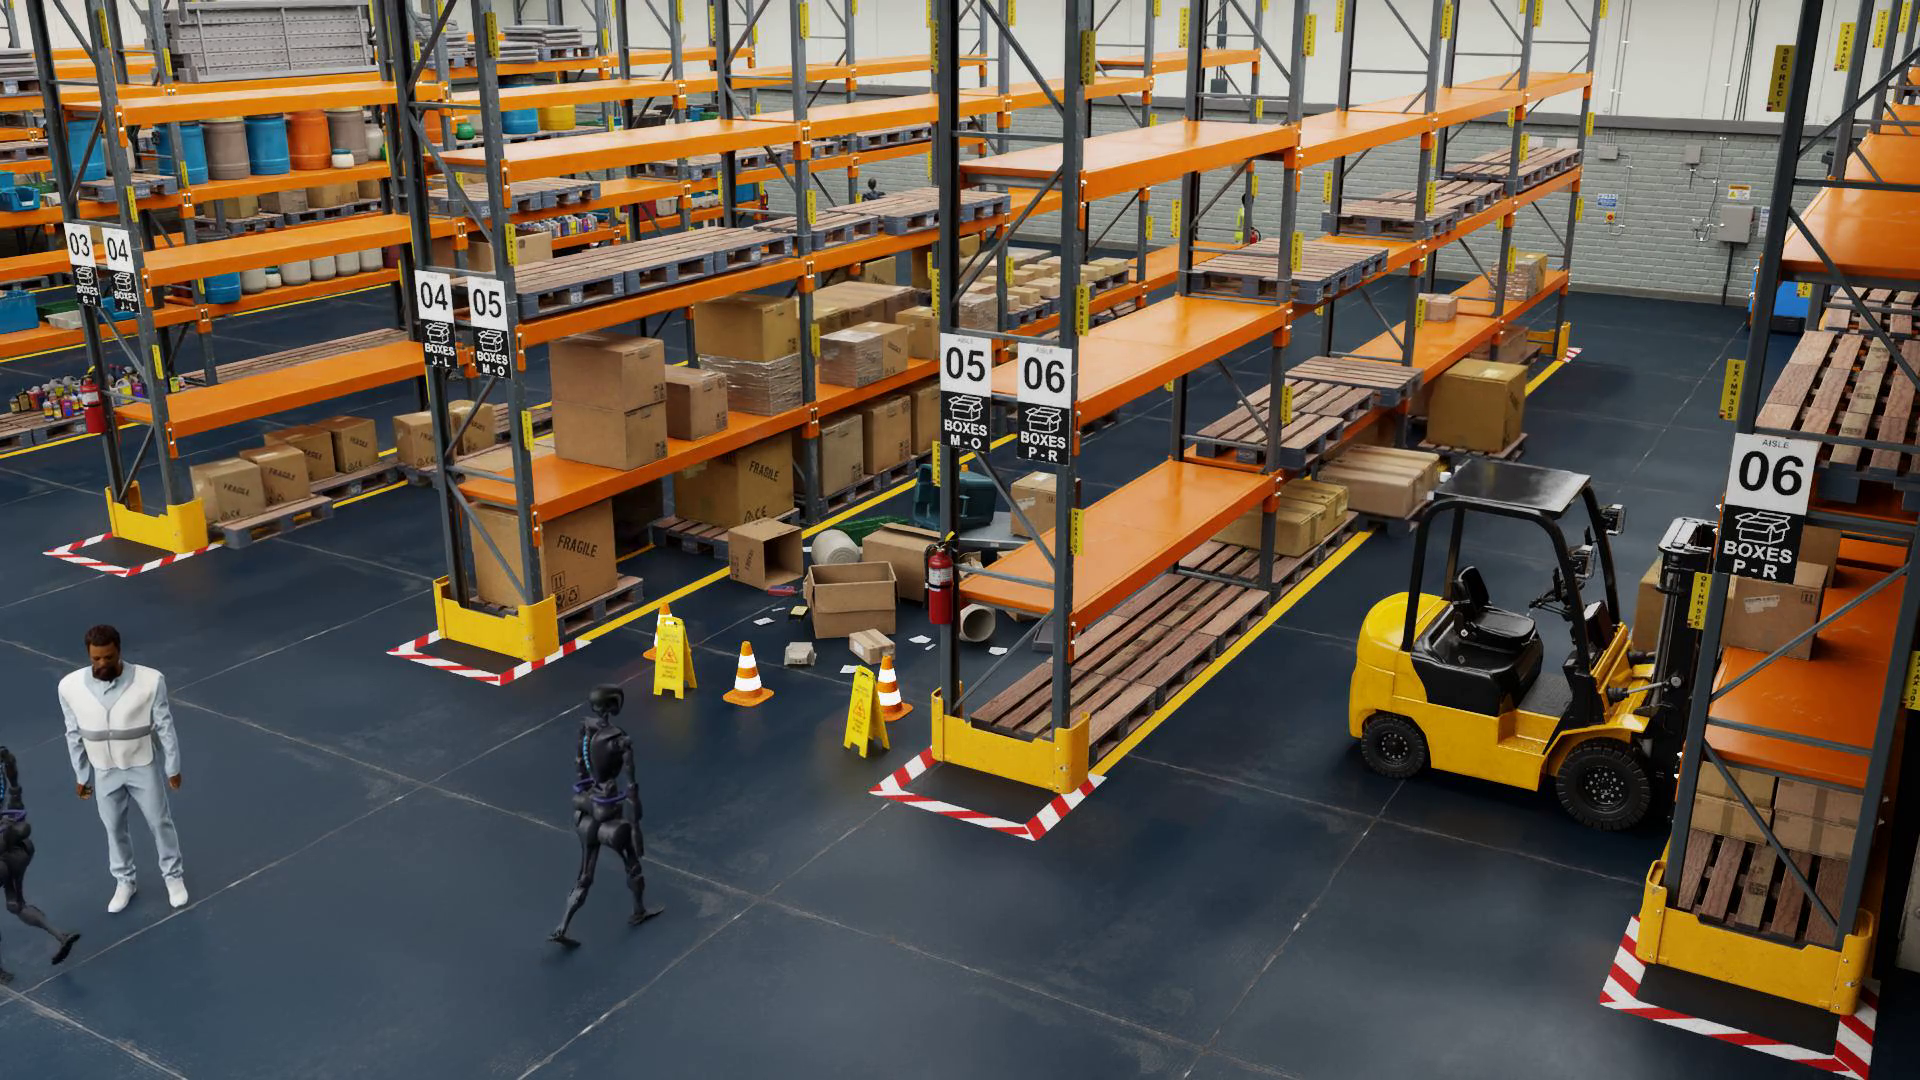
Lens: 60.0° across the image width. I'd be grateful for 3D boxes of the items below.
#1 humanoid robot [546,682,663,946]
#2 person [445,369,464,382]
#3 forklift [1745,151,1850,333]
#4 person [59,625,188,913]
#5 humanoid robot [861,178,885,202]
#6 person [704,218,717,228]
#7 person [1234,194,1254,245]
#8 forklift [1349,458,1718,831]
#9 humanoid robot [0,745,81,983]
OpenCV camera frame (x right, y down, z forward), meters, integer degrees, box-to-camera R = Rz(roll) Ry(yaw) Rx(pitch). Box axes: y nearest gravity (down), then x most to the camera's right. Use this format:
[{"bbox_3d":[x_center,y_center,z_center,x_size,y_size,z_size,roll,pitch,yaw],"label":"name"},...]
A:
[{"bbox_3d":[-2.146,1.631,9.844,0.600,1.645,0.769,15,24,38],"label":"humanoid robot"},{"bbox_3d":[-7.168,-3.062,23.201,0.528,1.757,0.381,10,22,27],"label":"person"},{"bbox_3d":[13.620,-4.667,26.137,1.873,2.768,1.129,11,22,29],"label":"forklift"},{"bbox_3d":[-5.068,1.379,10.140,0.603,1.906,0.405,-4,19,-11],"label":"person"},{"bbox_3d":[-1.655,-6.223,32.438,0.615,1.646,0.374,-9,21,-25],"label":"humanoid robot"},{"bbox_3d":[-5.236,-7.063,34.865,0.491,1.688,0.347,-6,20,-17],"label":"person"},{"bbox_3d":[5.171,-5.488,30.308,0.320,1.686,0.539,-1,19,-4],"label":"person"},{"bbox_3d":[3.988,0.658,11.776,2.313,2.155,1.214,11,22,29],"label":"forklift"},{"bbox_3d":[-5.449,1.756,9.411,0.571,1.642,0.597,3,19,9],"label":"humanoid robot"}]
